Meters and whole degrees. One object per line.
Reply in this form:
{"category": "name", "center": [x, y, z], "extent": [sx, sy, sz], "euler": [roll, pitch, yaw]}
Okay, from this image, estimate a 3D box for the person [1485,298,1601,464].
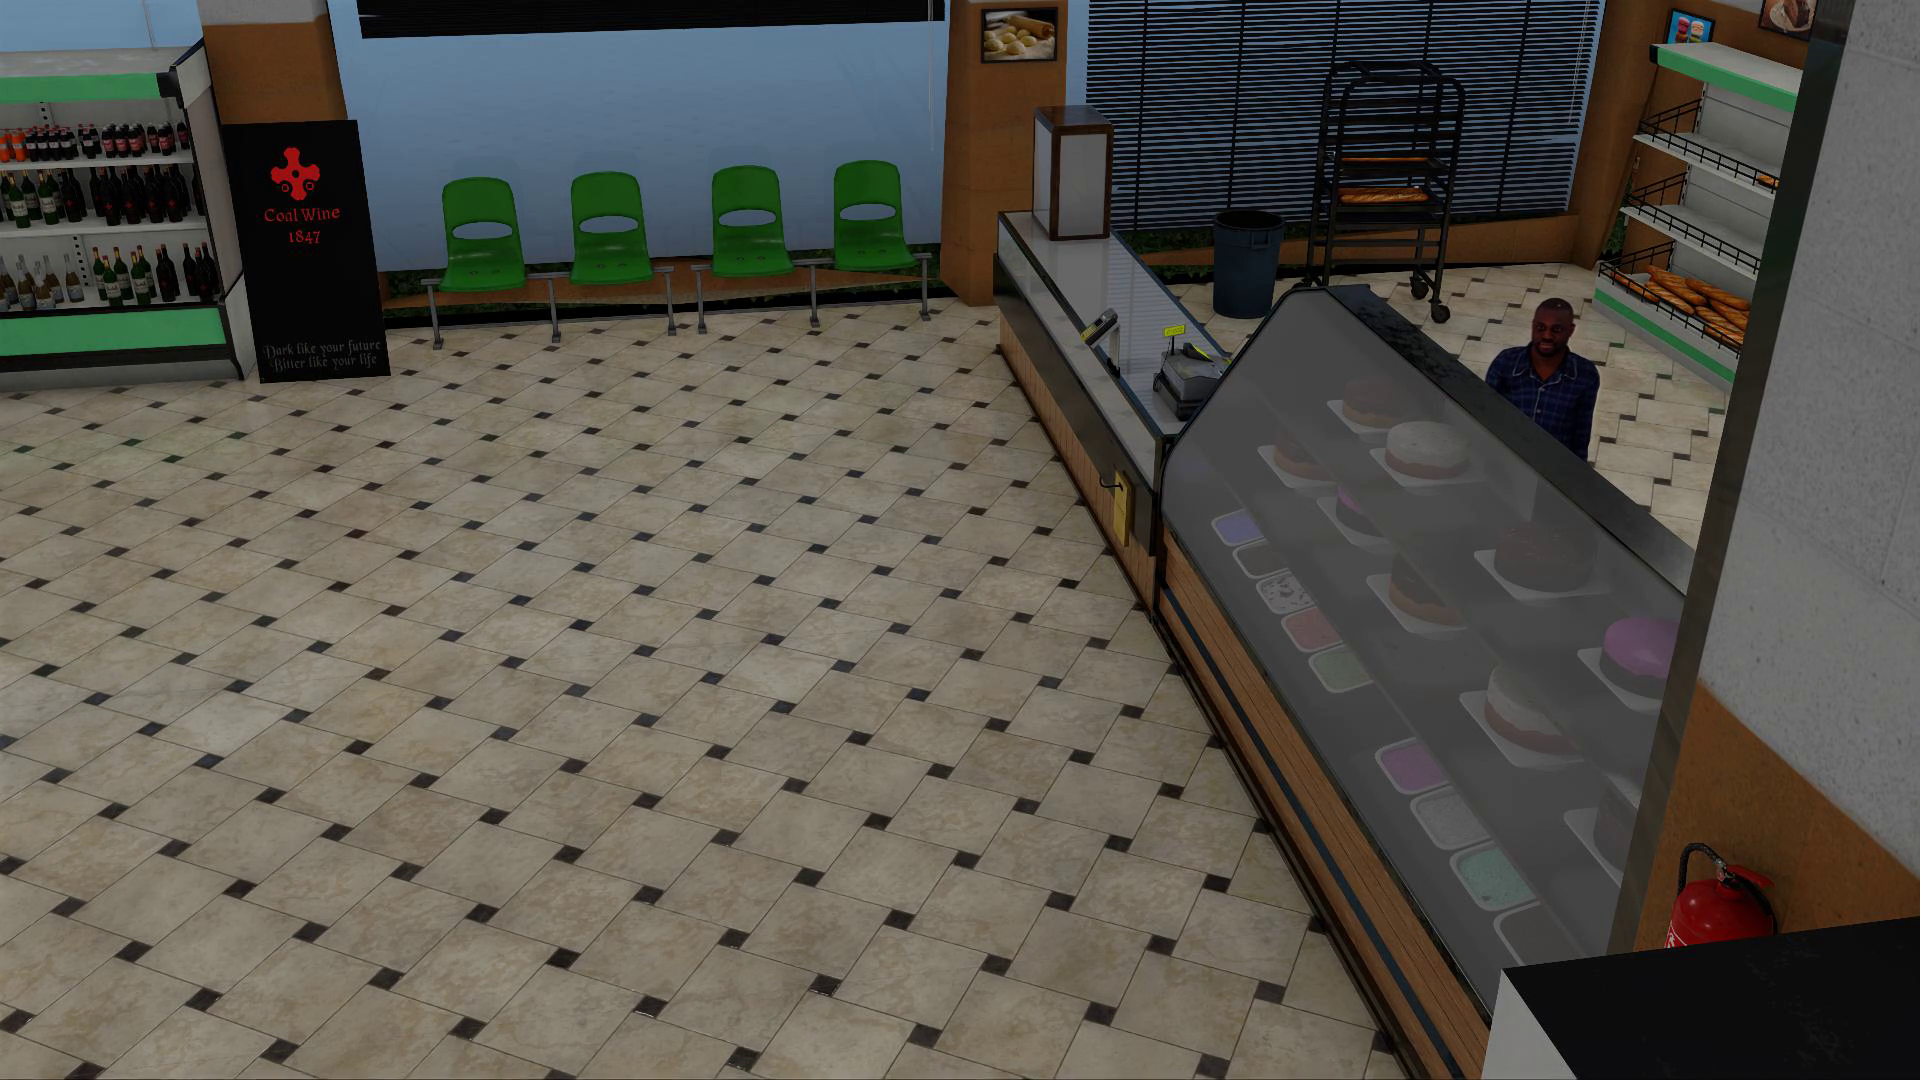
{"category": "person", "center": [2.577, -0.235, 7.591], "extent": [0.726, 1.824, 0.833], "euler": [9, 28, 18]}
